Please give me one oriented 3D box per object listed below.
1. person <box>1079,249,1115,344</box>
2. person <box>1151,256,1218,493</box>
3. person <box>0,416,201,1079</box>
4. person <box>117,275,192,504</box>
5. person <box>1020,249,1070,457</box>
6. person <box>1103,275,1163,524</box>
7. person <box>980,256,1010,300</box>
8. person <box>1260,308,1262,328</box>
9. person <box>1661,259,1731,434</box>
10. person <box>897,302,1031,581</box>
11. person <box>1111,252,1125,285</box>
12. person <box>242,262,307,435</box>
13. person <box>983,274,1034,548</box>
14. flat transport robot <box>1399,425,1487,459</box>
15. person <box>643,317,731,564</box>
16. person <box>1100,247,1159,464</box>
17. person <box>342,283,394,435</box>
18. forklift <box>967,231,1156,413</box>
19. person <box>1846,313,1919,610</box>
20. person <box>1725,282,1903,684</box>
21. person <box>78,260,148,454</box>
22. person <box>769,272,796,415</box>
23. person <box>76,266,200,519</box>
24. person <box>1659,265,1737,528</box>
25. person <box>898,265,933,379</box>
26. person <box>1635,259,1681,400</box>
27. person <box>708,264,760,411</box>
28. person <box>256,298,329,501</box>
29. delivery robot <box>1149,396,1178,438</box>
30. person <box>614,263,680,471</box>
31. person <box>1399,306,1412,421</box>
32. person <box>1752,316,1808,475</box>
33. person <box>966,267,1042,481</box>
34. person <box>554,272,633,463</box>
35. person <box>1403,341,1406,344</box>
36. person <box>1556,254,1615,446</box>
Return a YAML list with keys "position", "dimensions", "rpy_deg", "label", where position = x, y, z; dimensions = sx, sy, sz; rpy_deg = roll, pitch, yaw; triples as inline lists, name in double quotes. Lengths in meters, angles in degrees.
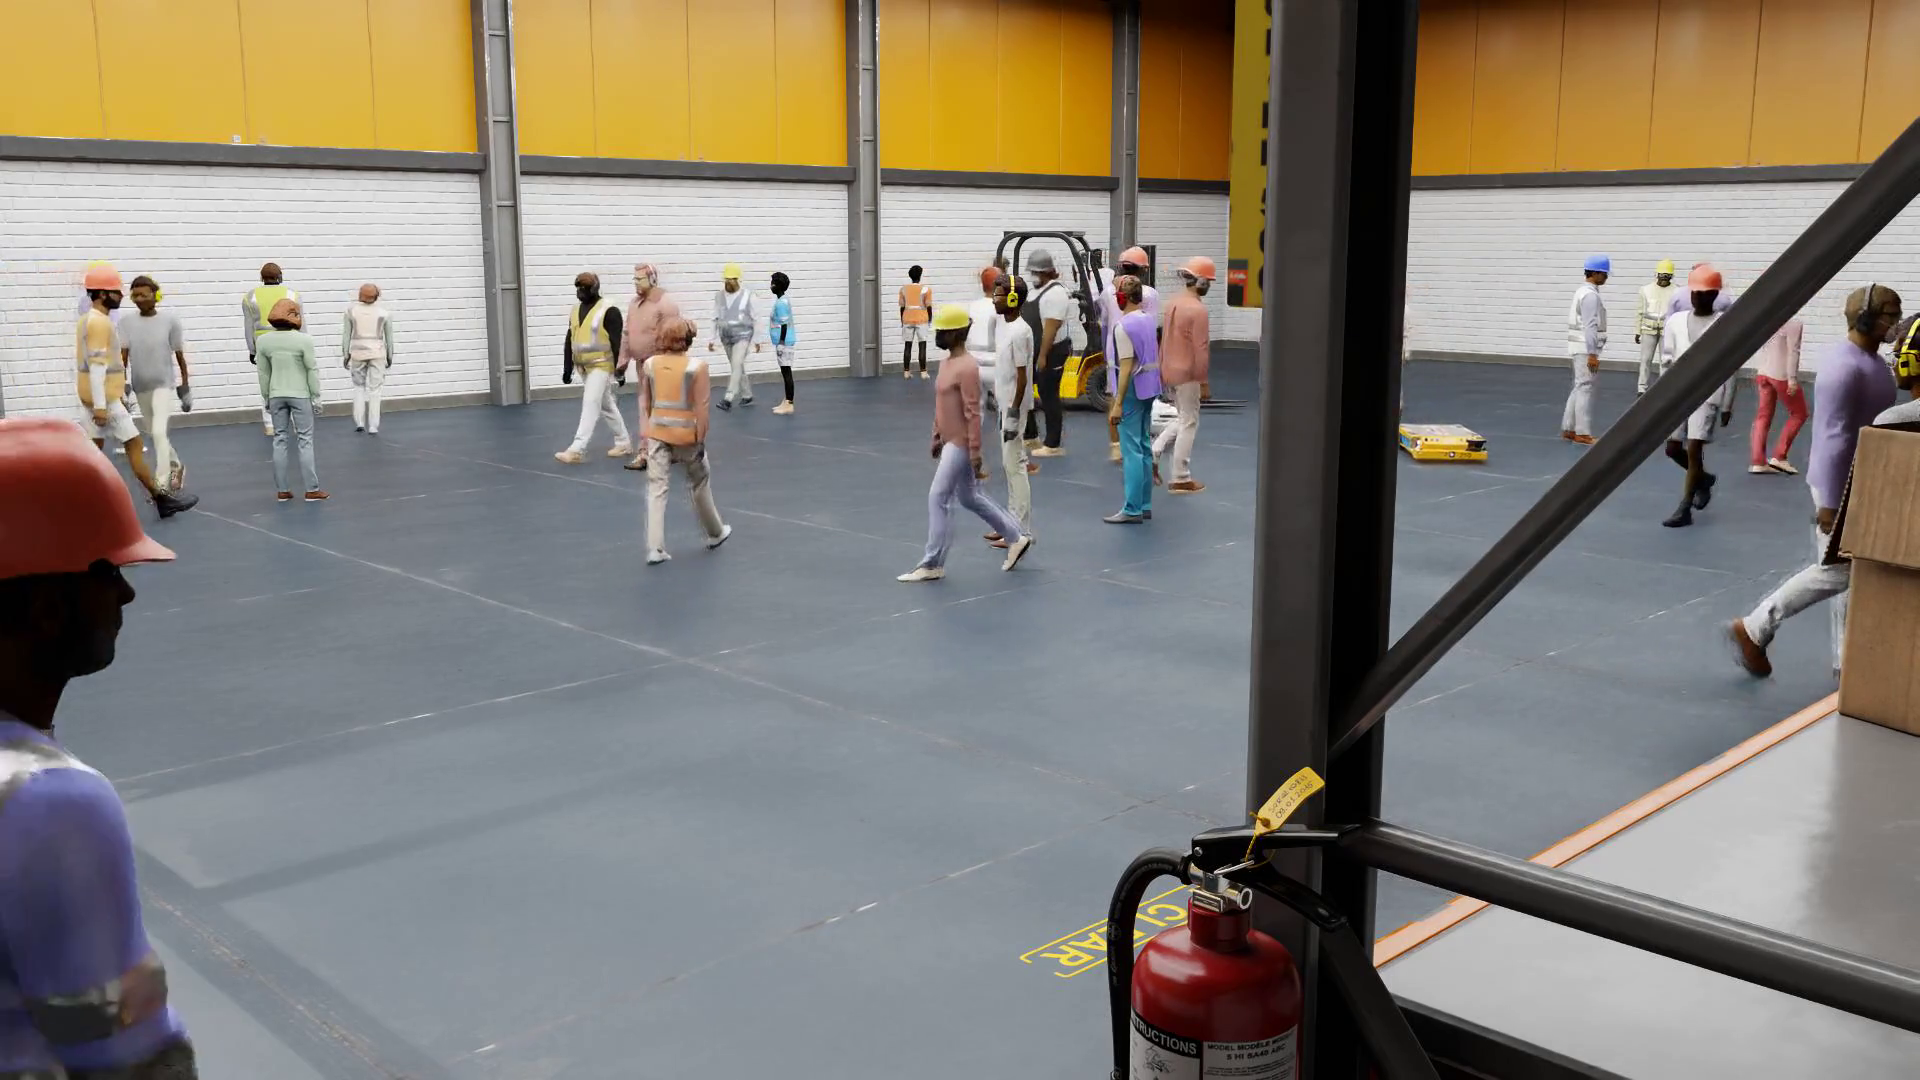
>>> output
- position: [2.190, -3.676, 26.538]
  dimensions: [0.588, 1.915, 0.398]
  rpy_deg: [-1, 10, -6]
  label: "person"
- position: [1.845, -1.343, 13.691]
  dimensions: [0.559, 1.965, 0.621]
  rpy_deg: [-3, 11, -16]
  label: "person"
- position: [-1.092, 0.802, 2.104]
  dimensions: [0.768, 1.908, 0.548]
  rpy_deg: [-10, 14, -44]
  label: "person"
- position: [-6.543, -1.249, 13.556]
  dimensions: [0.491, 1.828, 0.949]
  rpy_deg: [-1, 10, -3]
  label: "person"
- position: [0.737, -1.807, 15.998]
  dimensions: [0.599, 2.000, 0.686]
  rpy_deg: [-5, 11, -24]
  label: "person"
- position: [1.288, -1.033, 12.322]
  dimensions: [0.391, 1.841, 0.564]
  rpy_deg: [5, 12, 27]
  label: "person"
- position: [0.403, -2.745, 21.574]
  dimensions: [1.050, 1.887, 0.669]
  rpy_deg: [-2, 11, -9]
  label: "person"
- position: [4.055, -2.696, 21.252]
  dimensions: [0.418, 1.894, 0.659]
  rpy_deg: [10, 14, 44]
  label: "person"
- position: [7.779, -2.019, 17.583]
  dimensions: [0.645, 1.881, 0.642]
  rpy_deg: [1, 10, 6]
  label: "person"
- position: [0.042, -0.613, 10.334]
  dimensions: [0.855, 1.733, 0.522]
  rpy_deg: [-3, 11, -14]
  label: "person"
- position: [2.176, -2.846, 22.026]
  dimensions: [0.411, 1.910, 0.643]
  rpy_deg: [-7, 13, -35]
  label: "person"
- position: [-7.320, -2.043, 17.829]
  dimensions: [0.626, 1.844, 0.429]
  rpy_deg: [-3, 11, -18]
  label: "person"
- position: [0.339, -0.879, 11.406]
  dimensions: [0.328, 1.872, 0.512]
  rpy_deg: [-1, 10, -5]
  label: "person"
- position: [4.678, -0.975, 16.288]
  dimensions: [0.652, 0.197, 1.431]
  rpy_deg: [1, 10, 5]
  label: "flat transport robot"
- position: [-1.848, -0.670, 11.030]
  dimensions: [0.523, 1.591, 0.872]
  rpy_deg: [3, 11, 17]
  label: "person"
- position: [1.622, -1.741, 15.691]
  dimensions: [0.620, 2.013, 0.783]
  rpy_deg: [6, 12, 28]
  label: "person"
- position: [-6.376, -1.960, 17.962]
  dimensions: [0.517, 1.616, 0.586]
  rpy_deg: [-2, 11, -13]
  label: "person"
- position: [1.222, -2.721, 20.561]
  dimensions: [2.313, 2.155, 1.214]
  rpy_deg: [2, 11, 13]
  label: "forklift"
- position: [3.427, 0.123, 5.987]
  dimensions: [0.505, 1.860, 0.320]
  rpy_deg: [-3, 11, -18]
  label: "person"
- position: [4.118, -0.242, 7.814]
  dimensions: [0.654, 1.934, 0.639]
  rpy_deg: [9, 14, 41]
  label: "person"
- position: [-8.295, -1.739, 16.018]
  dimensions: [0.590, 1.905, 0.733]
  rpy_deg: [8, 13, 37]
  label: "person"
- position: [-2.117, -2.346, 19.874]
  dimensions: [0.322, 1.697, 0.535]
  rpy_deg: [-1, 10, -4]
  label: "person"
- position: [-6.208, -1.070, 12.361]
  dimensions: [0.931, 1.896, 0.574]
  rpy_deg: [-7, 12, -33]
  label: "person"
- position: [5.466, -1.068, 12.293]
  dimensions: [0.722, 1.922, 0.555]
  rpy_deg: [-8, 13, -38]
  label: "person"
- position: [-0.656, -3.225, 24.687]
  dimensions: [0.531, 1.694, 0.320]
  rpy_deg: [4, 11, 19]
  label: "person"
- position: [9.032, -2.699, 21.469]
  dimensions: [0.595, 1.825, 0.403]
  rpy_deg: [5, 12, 26]
  label: "person"
- position: [-2.786, -2.486, 20.415]
  dimensions: [0.617, 1.779, 0.948]
  rpy_deg: [5, 11, 24]
  label: "person"
- position: [-5.370, -1.120, 13.364]
  dimensions: [0.498, 1.633, 0.278]
  rpy_deg: [1, 10, 5]
  label: "person"
- position: [1.925, -1.224, 16.616]
  dimensions: [0.707, 0.478, 0.477]
  rpy_deg: [-1, 10, -5]
  label: "delivery robot"
- position: [-2.911, -1.578, 15.218]
  dimensions: [0.838, 1.877, 0.669]
  rpy_deg: [-9, 14, -40]
  label: "person"
- position: [4.827, -2.103, 18.756]
  dimensions: [0.358, 1.618, 0.498]
  rpy_deg: [-9, 14, -41]
  label: "person"
- position: [7.330, -1.442, 14.779]
  dimensions: [0.481, 1.747, 0.553]
  rpy_deg: [-2, 11, -9]
  label: "person"
- position: [0.354, -1.441, 14.516]
  dimensions: [0.888, 1.846, 0.622]
  rpy_deg: [-9, 14, -41]
  label: "person"
- position: [-3.481, -1.634, 15.777]
  dimensions: [0.649, 1.790, 0.955]
  rpy_deg: [9, 14, 40]
  label: "person"
- position: [1.397, 0.071, 6.035]
  dimensions: [0.357, 1.936, 0.551]
  rpy_deg: [4, 11, 20]
  label: "person"
- position: [6.386, -1.926, 16.934]
  dimensions: [0.461, 1.943, 0.626]
  rpy_deg: [2, 11, 12]
  label: "person"
